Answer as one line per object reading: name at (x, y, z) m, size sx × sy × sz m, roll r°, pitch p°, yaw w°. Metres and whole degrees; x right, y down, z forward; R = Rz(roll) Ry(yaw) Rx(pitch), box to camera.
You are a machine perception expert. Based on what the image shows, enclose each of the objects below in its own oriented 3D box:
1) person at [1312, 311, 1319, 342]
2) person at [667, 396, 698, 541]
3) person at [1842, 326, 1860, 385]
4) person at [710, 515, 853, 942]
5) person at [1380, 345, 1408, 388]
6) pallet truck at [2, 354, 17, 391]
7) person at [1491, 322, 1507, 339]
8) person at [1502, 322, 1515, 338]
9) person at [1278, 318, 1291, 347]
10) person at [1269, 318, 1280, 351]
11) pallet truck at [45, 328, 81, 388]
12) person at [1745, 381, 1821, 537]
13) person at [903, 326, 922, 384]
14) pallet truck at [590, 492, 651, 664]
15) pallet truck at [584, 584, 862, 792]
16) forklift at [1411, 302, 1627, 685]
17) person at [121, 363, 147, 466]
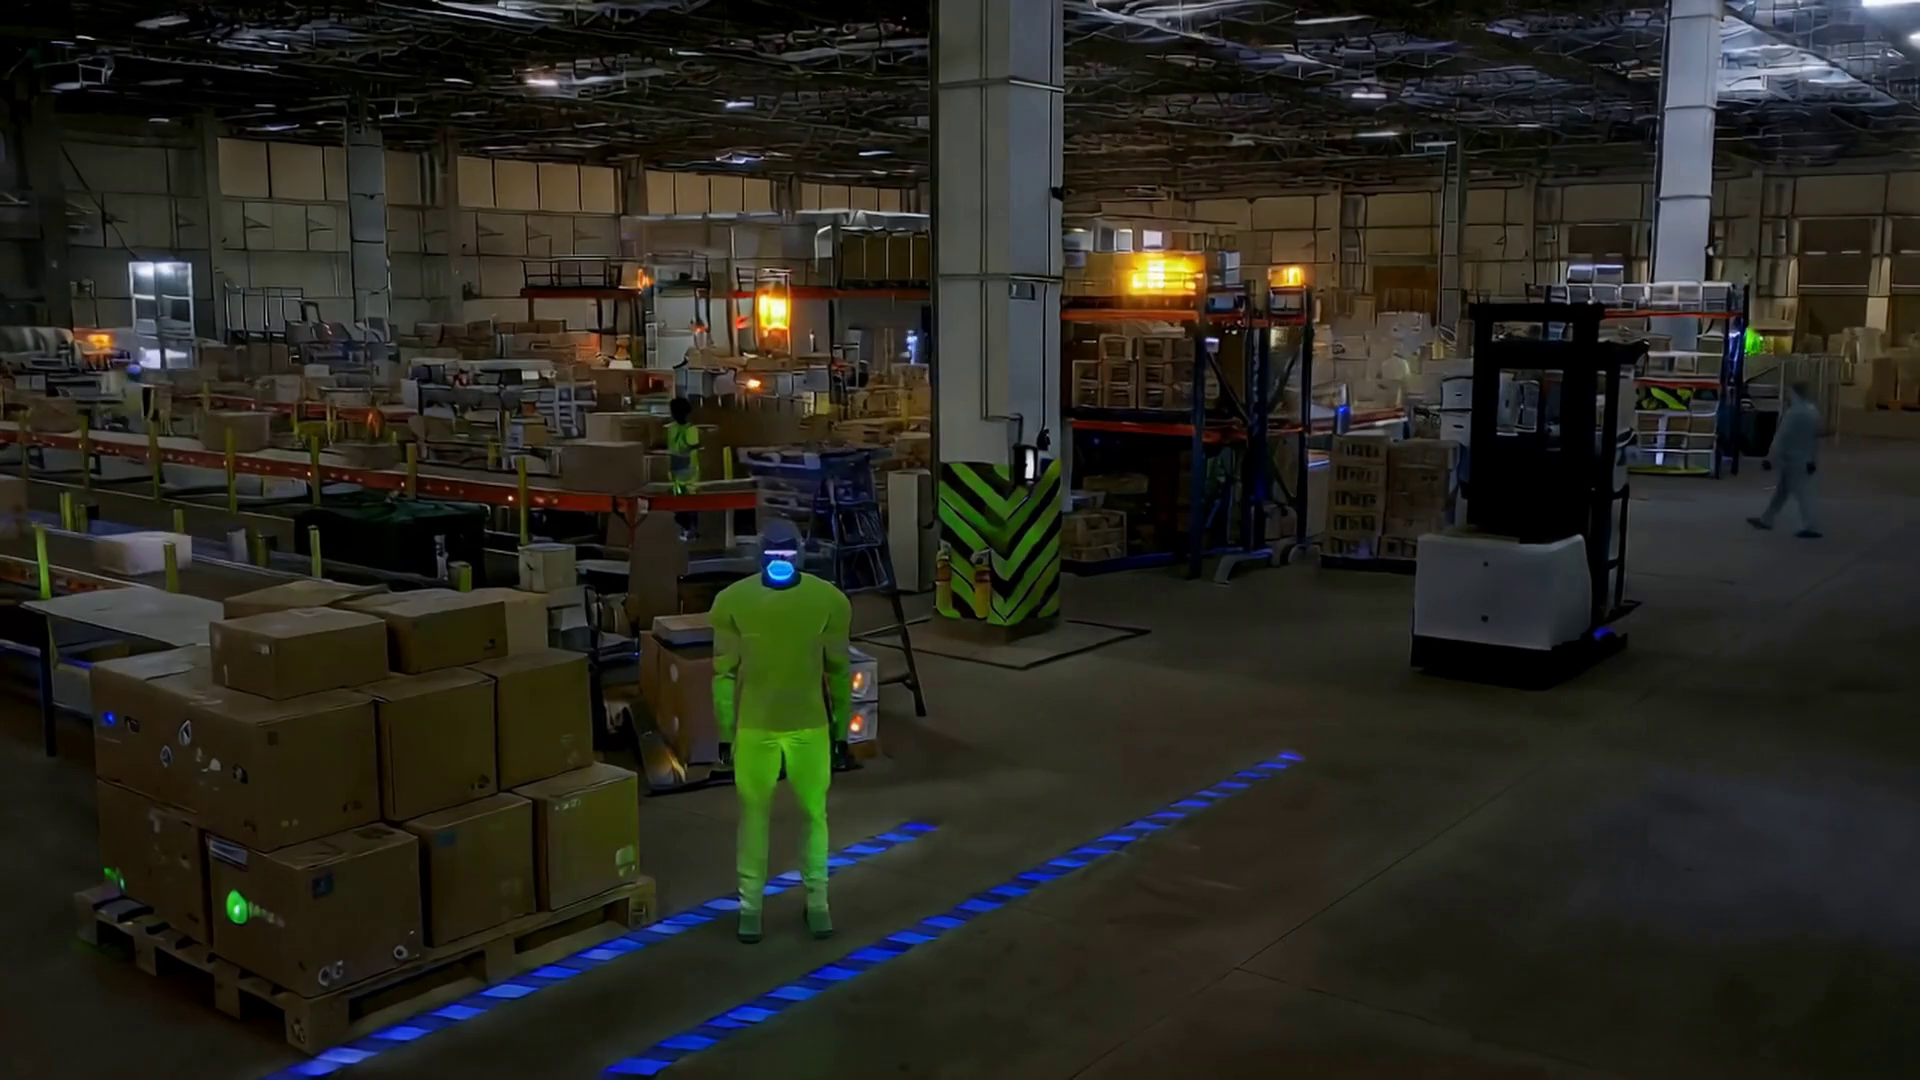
person at (18.419, -10.884, 86.240) m, size 0.612 × 1.995 × 0.376 m, roll 7°, pitch 11°, yaw 39°
person at (-3.257, -0.835, 19.494) m, size 0.318 × 1.699 × 0.534 m, roll -7°, pitch 11°, yaw -39°
person at (28.218, -5.829, 52.642) m, size 0.326 × 1.861 × 0.498 m, roll -5°, pitch 10°, yaw -30°
person at (-0.792, 0.842, 7.435) m, size 0.625 × 1.931 × 0.378 m, roll -1°, pitch 8°, yaw -6°
person at (9.168, -3.218, 35.166) m, size 0.597 × 1.817 × 0.536 m, roll 6°, pitch 11°, yaw 37°
pallet truck at (-24.881, -4.417, 42.634) m, size 1.885 × 1.965 × 0.823 m, roll 8°, pitch 11°, yaw 41°
person at (16.026, -5.461, 49.529) m, size 0.537 × 2.000 × 0.675 m, roll -7°, pitch 11°, yaw -39°
person at (16.966, -5.784, 51.861) m, size 0.609 × 1.995 × 0.376 m, roll 7°, pitch 11°, yaw 39°
person at (13.991, -8.683, 71.650) m, size 0.555 × 1.923 × 0.719 m, roll 6°, pitch 10°, yaw 36°
person at (15.707, -10.330, 83.146) m, size 0.623 × 1.796 × 0.942 m, roll 0°, pitch 8°, yaw -2°
pallet truck at (-23.775, -4.544, 43.495) m, size 1.885 × 1.965 × 0.823 m, roll 6°, pitch 10°, yaw 35°
person at (9.954, -0.981, 19.958) m, size 0.640 × 1.855 × 0.999 m, roll -7°, pitch 11°, yaw -40°
person at (-1.337, -5.067, 47.086) m, size 1.069 × 1.984 × 0.630 m, roll 6°, pitch 10°, yaw 34°
pallet truck at (-3.115, 0.344, 12.883) m, size 0.653 × 1.274 × 1.630 m, roll 7°, pitch 11°, yaw 37°
pallet truck at (-1.426, 0.805, 10.019) m, size 1.601 × 1.201 × 0.680 m, roll -4°, pitch 9°, yaw -26°
forklift at (4.379, -0.438, 12.852) m, size 1.129 × 2.768 × 1.873 m, roll 7°, pitch 11°, yaw 37°
person at (-13.912, -2.098, 27.865) m, size 0.575 × 1.748 × 0.542 m, roll 2°, pitch 9°, yaw 13°
